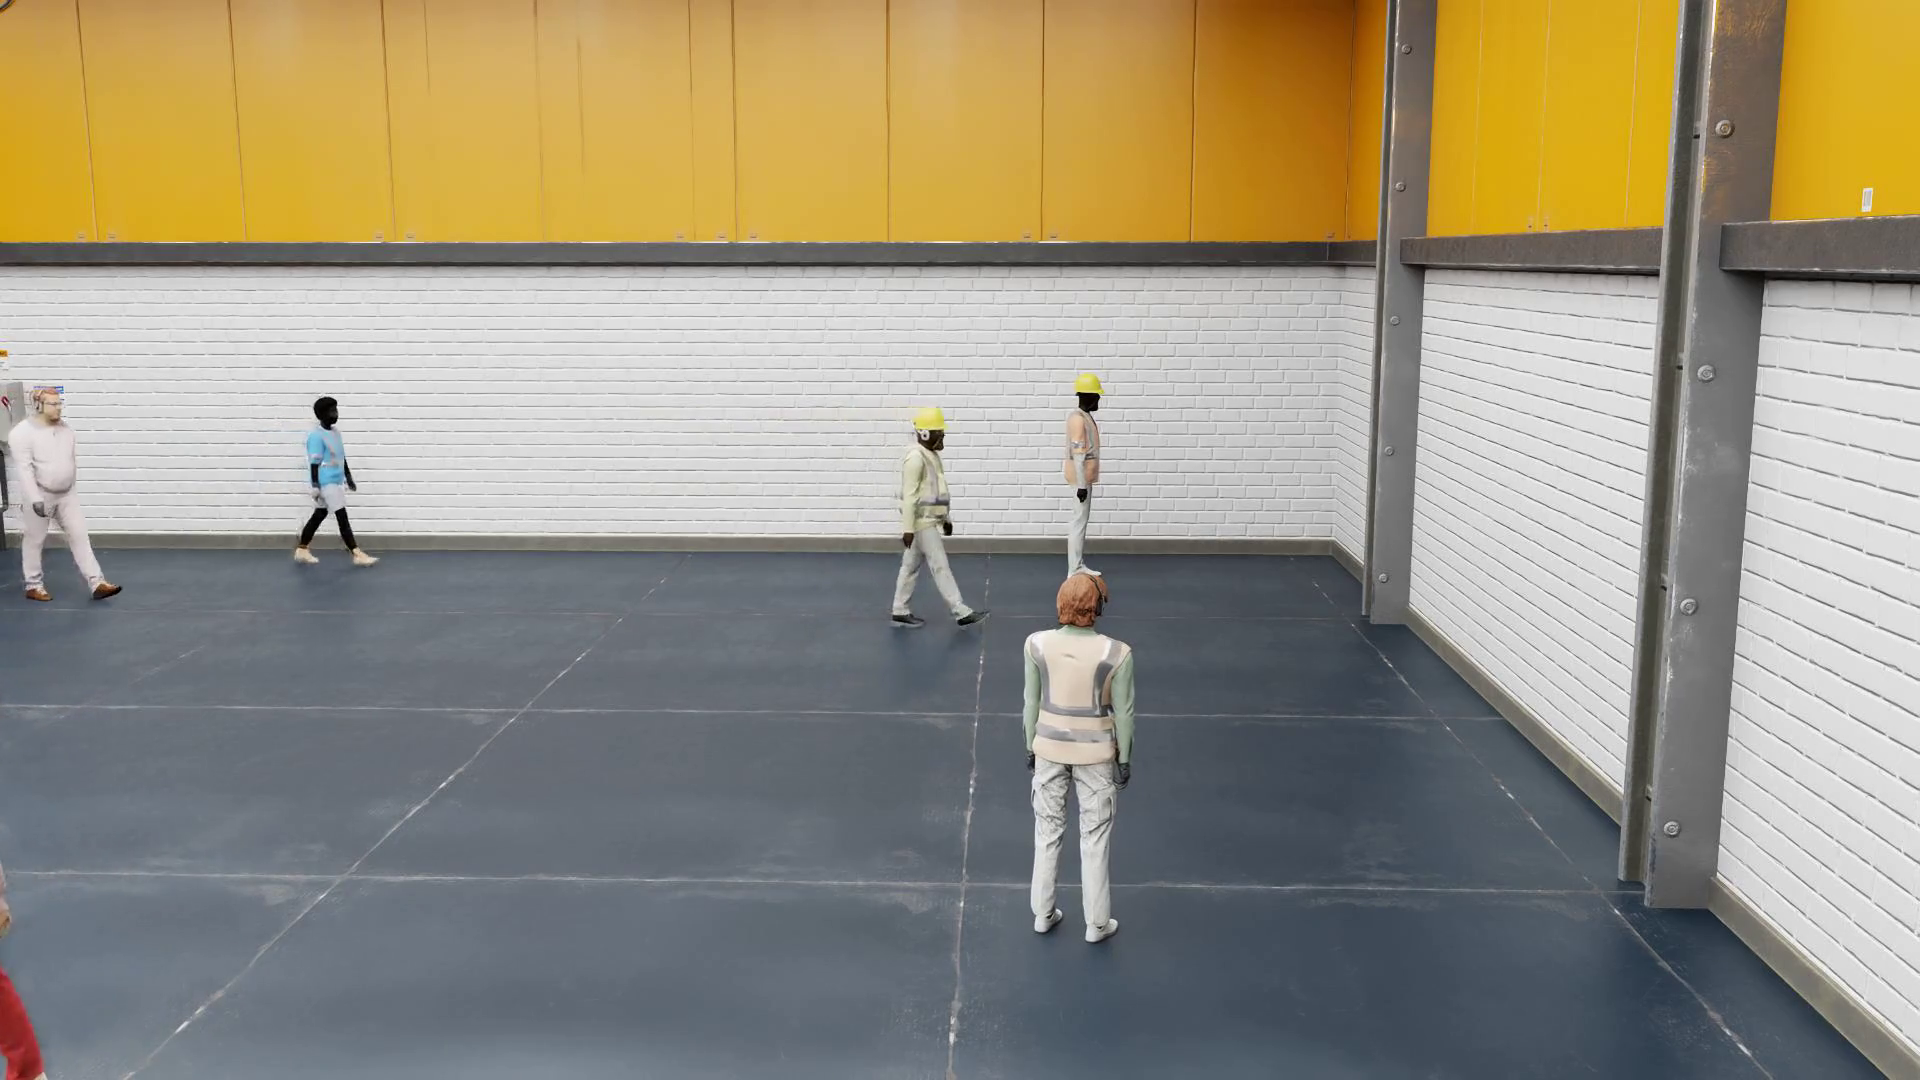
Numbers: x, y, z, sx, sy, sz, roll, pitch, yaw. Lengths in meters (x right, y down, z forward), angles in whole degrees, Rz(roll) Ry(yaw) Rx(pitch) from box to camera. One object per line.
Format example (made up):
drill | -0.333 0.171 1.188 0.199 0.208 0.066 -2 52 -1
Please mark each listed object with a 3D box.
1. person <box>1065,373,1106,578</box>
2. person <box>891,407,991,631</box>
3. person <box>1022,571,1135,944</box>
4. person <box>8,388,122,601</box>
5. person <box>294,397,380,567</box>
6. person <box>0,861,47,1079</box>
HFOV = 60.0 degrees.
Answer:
person | 1.152 -0.575 15.333 0.369 1.925 0.594 1 10 8
person | -0.162 -0.158 13.276 0.890 1.788 0.626 2 10 10
person | 0.512 0.950 7.281 0.509 1.629 0.314 3 10 19
person | -7.776 -0.369 14.338 0.946 1.862 0.644 5 11 25
person | -6.098 -0.556 16.054 0.874 1.641 0.541 0 10 0
person | -3.482 1.199 5.535 0.538 1.722 0.799 8 12 38
